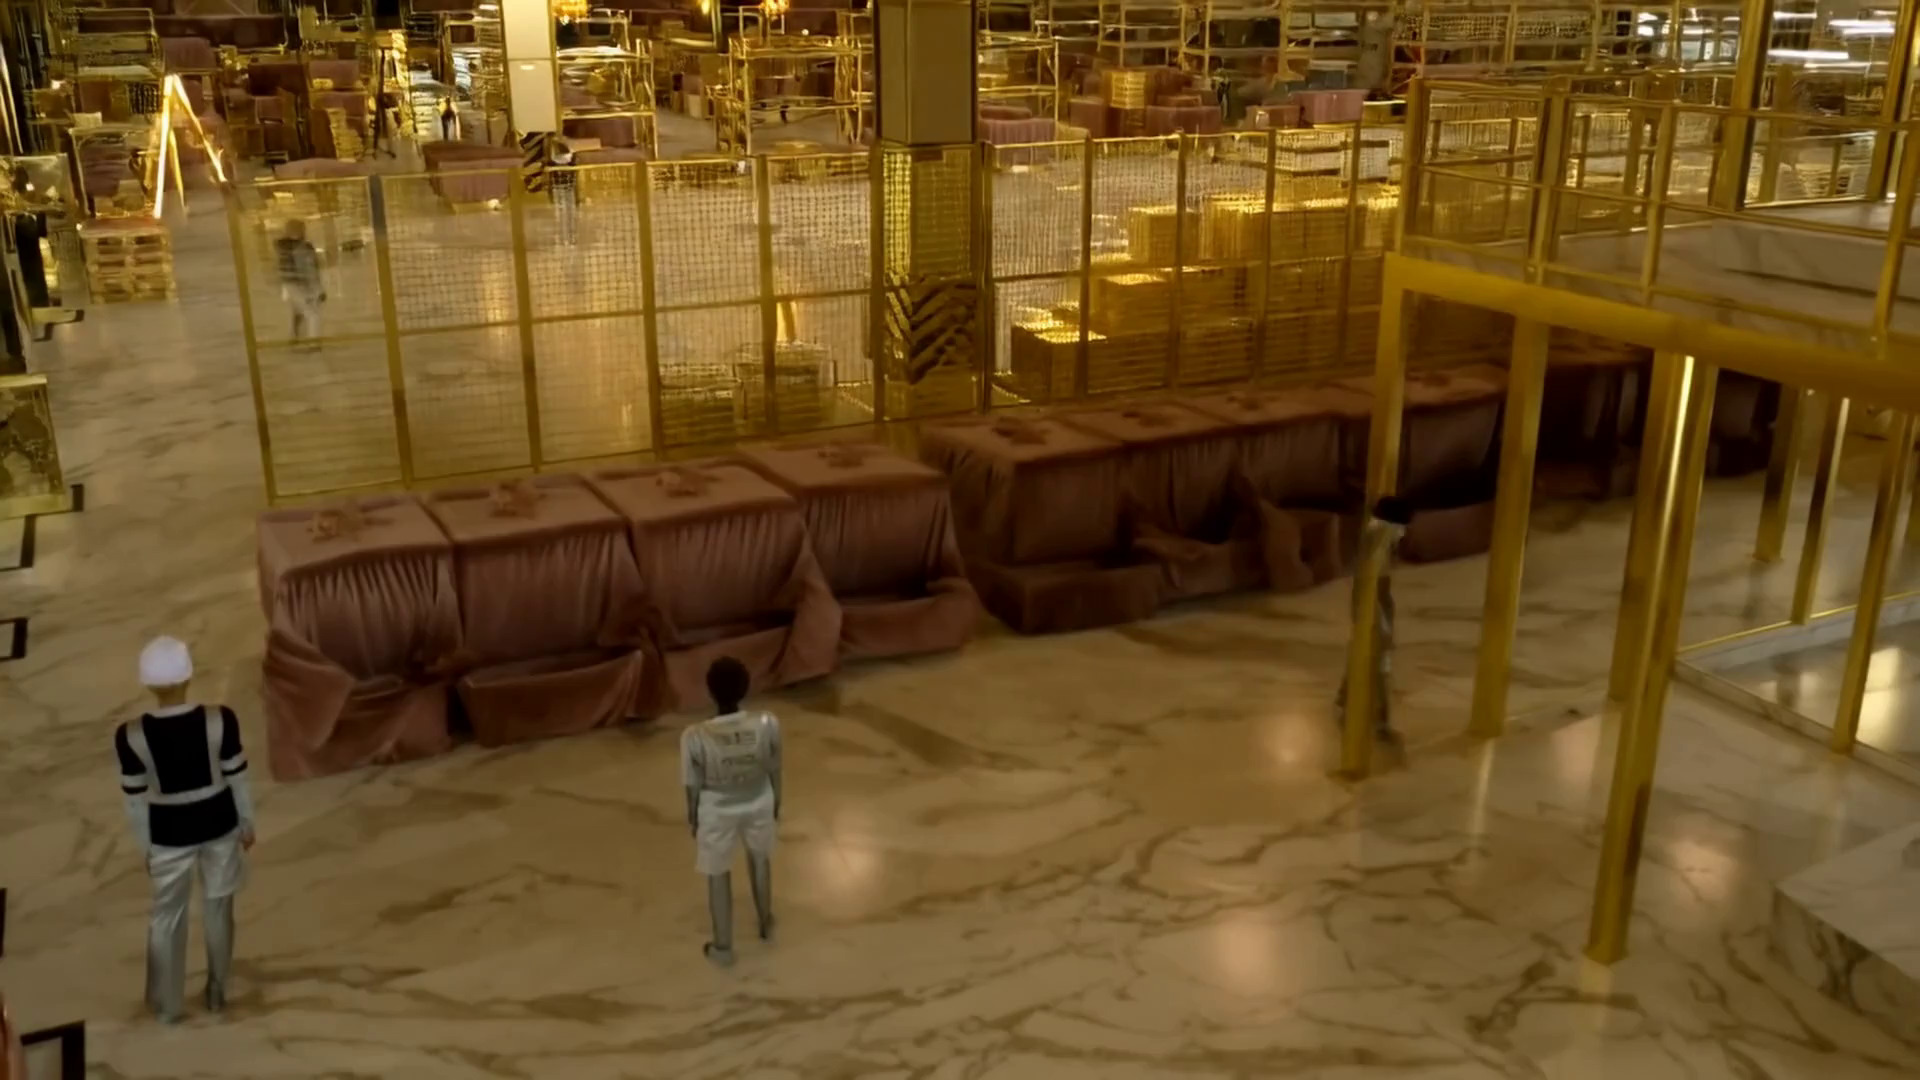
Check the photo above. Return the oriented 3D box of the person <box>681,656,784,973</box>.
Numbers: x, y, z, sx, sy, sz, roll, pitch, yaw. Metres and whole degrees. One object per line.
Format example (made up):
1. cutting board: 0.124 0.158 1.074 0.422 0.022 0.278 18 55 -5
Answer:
1. person: -1.144 1.387 8.433 0.537 1.700 0.318 -9 21 -25

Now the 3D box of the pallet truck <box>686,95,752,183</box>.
1. pallet truck: -5.836 -9.608 39.856 0.823 1.965 1.885 10 22 27

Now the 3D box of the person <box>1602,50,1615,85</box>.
1. person: 26.519 -19.159 68.013 0.574 1.689 0.324 -8 21 -21

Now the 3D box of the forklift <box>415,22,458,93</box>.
1. forklift: -21.425 -19.498 67.192 1.129 2.768 1.873 14 23 34

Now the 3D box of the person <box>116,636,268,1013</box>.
1. person: -3.725 1.379 8.091 0.547 1.942 0.351 -9 21 -25

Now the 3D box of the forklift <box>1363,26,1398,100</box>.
1. forklift: 15.403 -17.702 61.985 1.873 2.768 1.129 -9 21 -25

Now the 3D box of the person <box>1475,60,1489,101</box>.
1. person: 17.832 -15.415 56.833 0.448 1.896 0.624 -4 20 -12

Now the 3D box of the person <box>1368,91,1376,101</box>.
1. person: 11.216 -11.395 45.489 0.537 1.696 0.318 -9 21 -25

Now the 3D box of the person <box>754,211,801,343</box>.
1. person: -2.333 -3.202 21.288 0.614 1.994 0.381 -9 21 -25

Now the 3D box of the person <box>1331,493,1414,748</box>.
1. person: 2.713 0.512 10.881 0.424 1.750 0.552 12 22 31

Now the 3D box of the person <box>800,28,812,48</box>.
1. person: -7.862 -25.139 84.965 0.631 1.939 0.370 -9 21 -25

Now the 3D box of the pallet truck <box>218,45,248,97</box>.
1. pallet truck: -28.879 -18.665 66.111 0.823 1.965 1.885 -3 19 -9

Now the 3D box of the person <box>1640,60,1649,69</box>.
1. person: 23.115 -15.278 56.375 0.547 1.942 0.351 -9 21 -25

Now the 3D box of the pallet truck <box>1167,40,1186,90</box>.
1. pallet truck: 9.045 -19.971 69.895 0.823 1.965 1.885 -3 19 -8

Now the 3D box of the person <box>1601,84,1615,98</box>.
1. person: 17.267 -11.239 44.673 0.631 1.940 0.370 -9 21 -25

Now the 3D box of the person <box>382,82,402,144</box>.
1. person: -16.509 -12.383 48.284 0.488 1.744 0.295 -9 21 -25

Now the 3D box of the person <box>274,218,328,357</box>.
1. person: -8.634 -3.306 21.846 0.652 1.827 0.454 6 20 17

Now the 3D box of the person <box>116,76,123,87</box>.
1. person: -26.731 -13.982 53.103 0.527 1.620 0.605 -12 22 -31

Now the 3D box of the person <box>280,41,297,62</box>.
1. person: -28.531 -20.240 70.765 0.631 1.939 0.370 -9 21 -25

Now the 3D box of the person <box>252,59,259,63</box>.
1. person: -24.764 -16.030 58.692 0.388 1.854 0.784 -10 22 -28

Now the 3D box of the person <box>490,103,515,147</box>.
1. person: -10.382 -8.965 37.990 0.614 1.997 0.374 -9 21 -25

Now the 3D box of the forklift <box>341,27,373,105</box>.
1. forklift: -22.275 -17.346 60.954 1.873 2.768 1.129 -9 21 -25

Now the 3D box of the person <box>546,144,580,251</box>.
1. person: -7.172 -6.169 30.035 0.619 1.889 0.871 0 19 -1

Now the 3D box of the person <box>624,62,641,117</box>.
1. person: -11.136 -15.430 56.822 0.631 1.939 0.370 -9 21 -25

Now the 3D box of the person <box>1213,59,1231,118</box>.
1. person: 8.923 -15.362 56.622 0.632 1.956 0.436 -8 21 -23

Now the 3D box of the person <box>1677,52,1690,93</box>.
1. person: 29.305 -19.048 67.732 0.645 1.666 0.538 2 19 5

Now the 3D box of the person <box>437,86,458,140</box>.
1. person: -14.096 -11.585 45.854 0.548 1.817 0.535 -10 22 -28

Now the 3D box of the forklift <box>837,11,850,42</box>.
1. forklift: -5.827 -25.026 83.217 1.873 2.768 1.129 -9 21 -25
